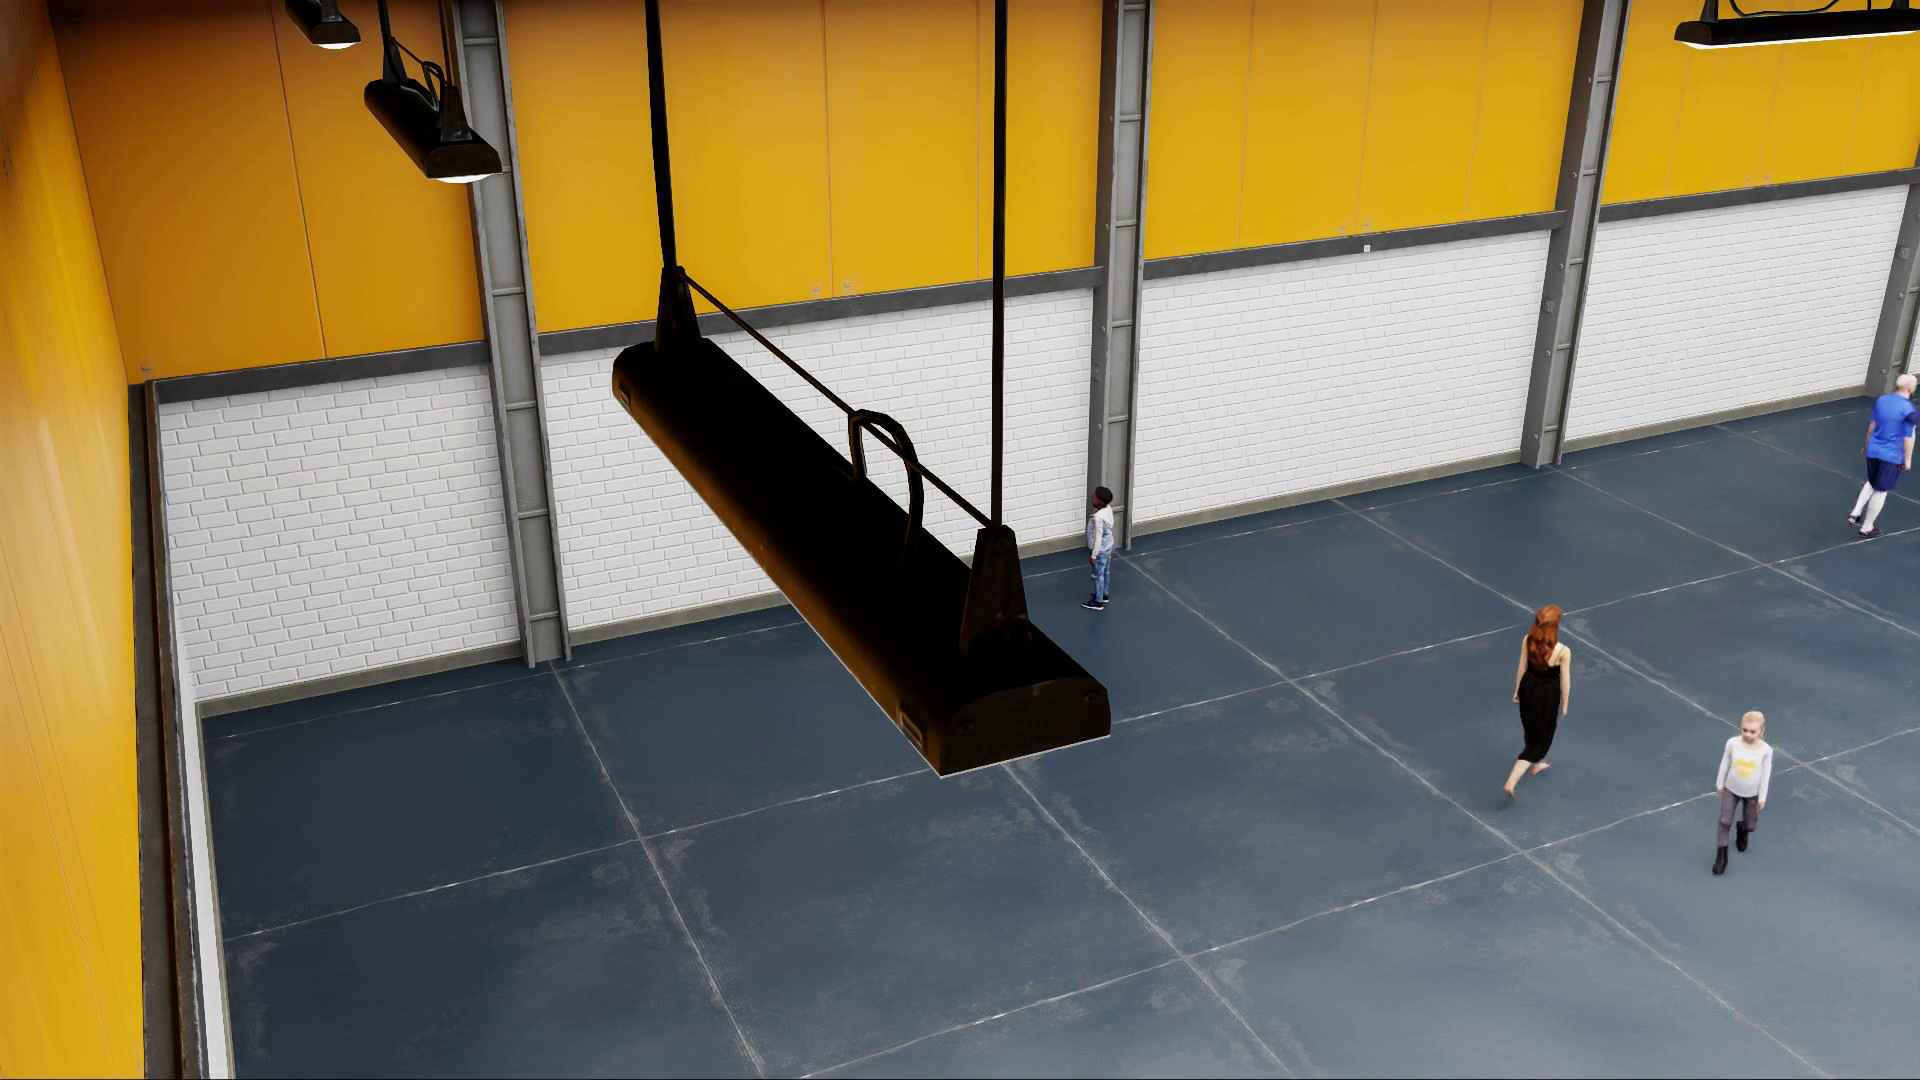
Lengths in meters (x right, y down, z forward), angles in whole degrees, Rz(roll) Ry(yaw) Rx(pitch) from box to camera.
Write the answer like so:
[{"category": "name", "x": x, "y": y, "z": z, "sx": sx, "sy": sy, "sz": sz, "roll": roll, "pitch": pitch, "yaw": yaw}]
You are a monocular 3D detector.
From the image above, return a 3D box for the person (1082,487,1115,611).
[{"category": "person", "x": 1.378, "y": 0.061, "z": 16.282, "sx": 0.628, "sy": 1.261, "sz": 0.559, "roll": 12, "pitch": 26, "yaw": 25}]

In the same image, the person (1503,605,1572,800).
[{"category": "person", "x": 4.508, "y": 1.283, "z": 13.065, "sx": 1.097, "sy": 1.598, "sz": 0.782, "roll": -20, "pitch": 31, "yaw": -38}]

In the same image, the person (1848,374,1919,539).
[{"category": "person", "x": 9.806, "y": -0.889, "z": 17.748, "sx": 0.684, "sy": 1.827, "sz": 0.705, "roll": -8, "pitch": 25, "yaw": -19}]

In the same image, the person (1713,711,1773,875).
[{"category": "person", "x": 5.767, "y": 1.822, "z": 12.241, "sx": 0.721, "sy": 1.271, "sz": 0.819, "roll": 13, "pitch": 27, "yaw": 27}]
